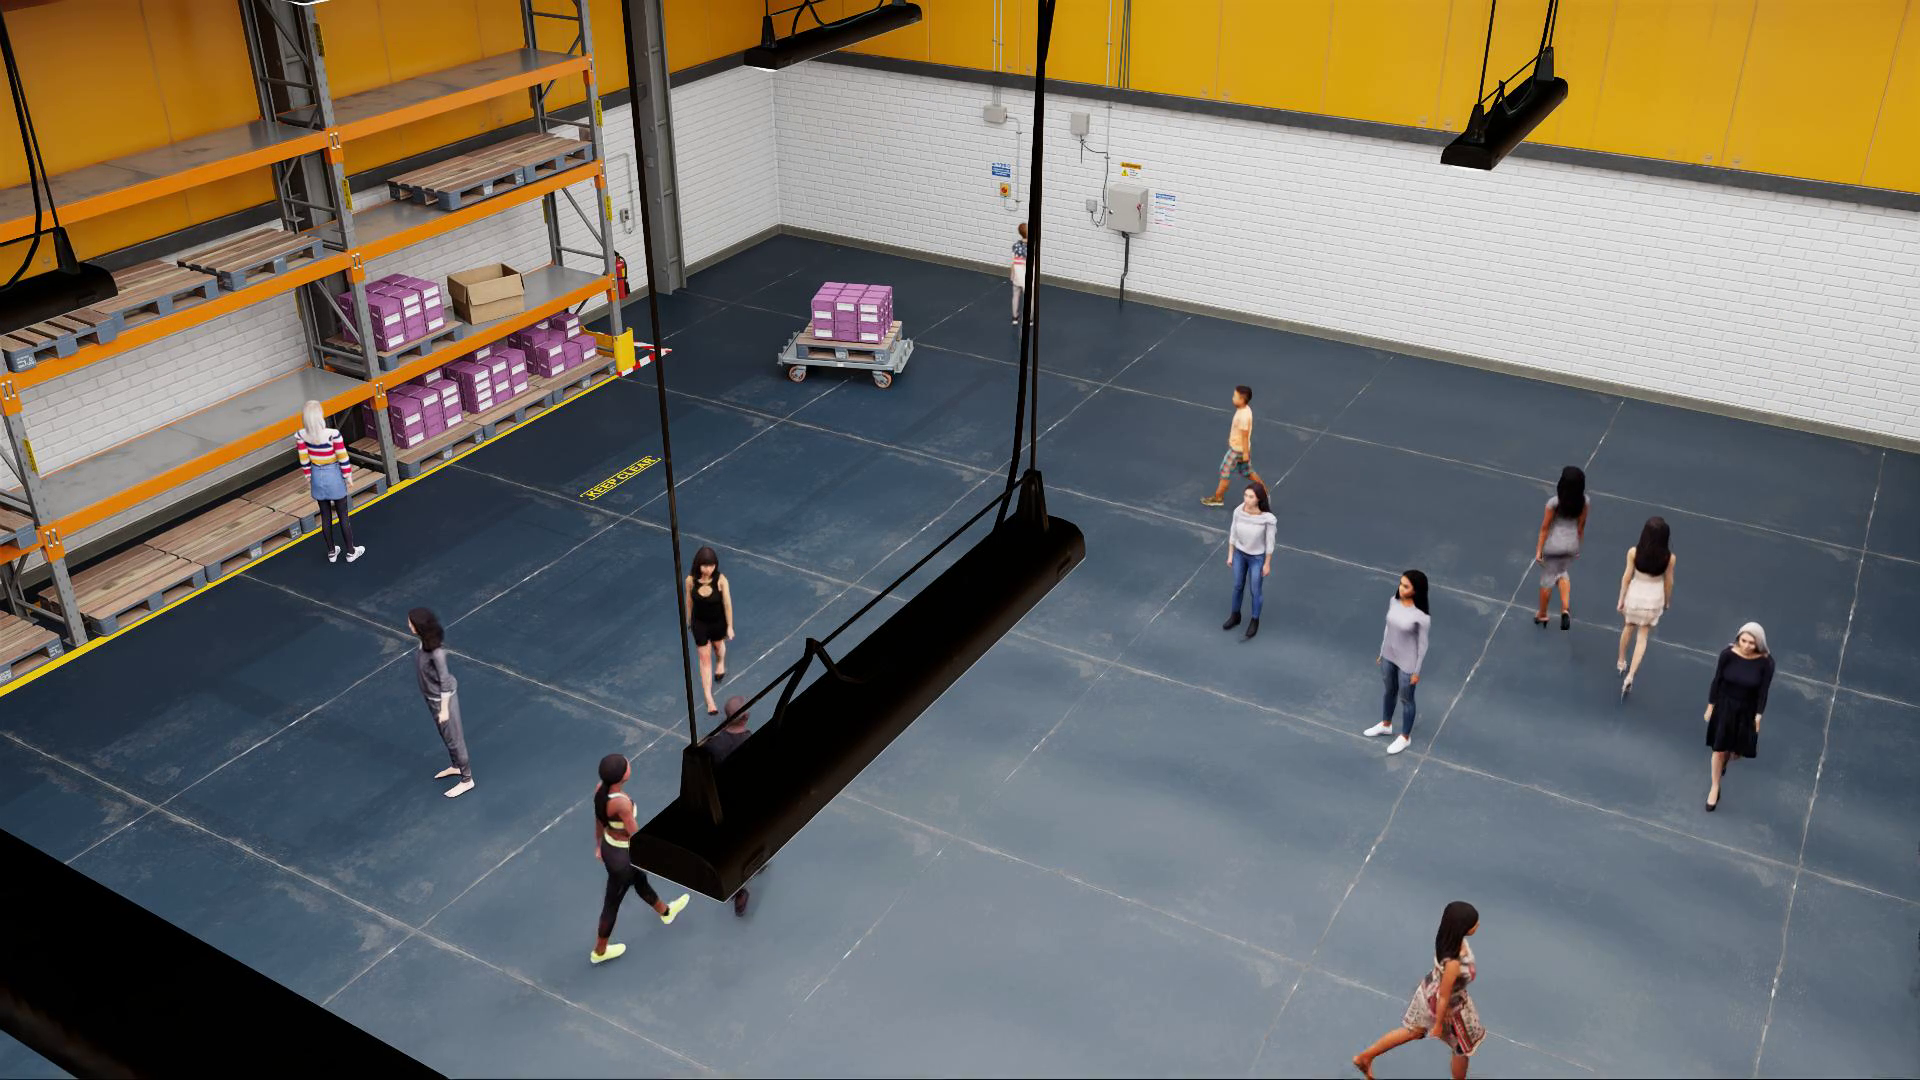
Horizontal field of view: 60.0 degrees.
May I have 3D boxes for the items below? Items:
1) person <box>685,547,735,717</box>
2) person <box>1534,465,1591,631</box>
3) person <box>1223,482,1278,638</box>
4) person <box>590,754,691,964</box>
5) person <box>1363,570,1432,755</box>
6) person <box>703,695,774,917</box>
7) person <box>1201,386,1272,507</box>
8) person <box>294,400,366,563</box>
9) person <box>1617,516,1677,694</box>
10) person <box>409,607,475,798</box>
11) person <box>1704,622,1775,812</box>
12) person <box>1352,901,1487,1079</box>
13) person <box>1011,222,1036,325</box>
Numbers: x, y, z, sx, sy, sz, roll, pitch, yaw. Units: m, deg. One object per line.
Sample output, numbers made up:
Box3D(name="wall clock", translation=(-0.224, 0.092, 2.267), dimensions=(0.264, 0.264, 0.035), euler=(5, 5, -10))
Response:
Box3D(name="person", translation=(-2.249, 0.718, 14.972), dimensions=(1.009, 1.594, 1.160), euler=(-1, 29, -1))
Box3D(name="person", translation=(5.754, 0.137, 15.850), dimensions=(0.807, 1.771, 0.890), euler=(-2, 29, -4))
Box3D(name="person", translation=(2.784, 0.170, 15.938), dimensions=(0.628, 1.631, 0.544), euler=(20, 34, 32))
Box3D(name="person", translation=(-2.514, 2.321, 11.905), dimensions=(1.155, 1.717, 0.887), euler=(-19, 34, -31))
Box3D(name="person", translation=(3.807, 1.023, 14.266), dimensions=(0.695, 1.734, 0.689), euler=(-15, 32, -25))
Box3D(name="person", translation=(-1.667, 2.013, 12.393), dimensions=(0.949, 1.789, 1.132), euler=(2, 29, 4))
Box3D(name="person", translation=(3.156, -1.009, 18.301), dimensions=(0.850, 1.437, 0.996), euler=(4, 29, 7))
Box3D(name="person", translation=(-6.541, -0.617, 17.195), dimensions=(0.720, 1.808, 0.683), euler=(1, 29, 2))
Box3D(name="person", translation=(6.175, 0.620, 15.024), dimensions=(0.581, 1.716, 0.827), euler=(13, 31, 23))
Box3D(name="person", translation=(-4.275, 1.305, 13.722), dimensions=(0.688, 1.761, 0.676), euler=(-14, 32, -24))
Box3D(name="person", translation=(6.330, 1.399, 13.578), dimensions=(0.603, 1.732, 0.781), euler=(15, 32, 26))
Box3D(name="person", translation=(3.030, 3.003, 10.766), dimensions=(0.954, 1.608, 1.144), euler=(3, 29, 6))
Box3D(name="person", translation=(0.900, -3.753, 23.335), dimensions=(0.587, 1.435, 0.593), euler=(6, 29, 11))
